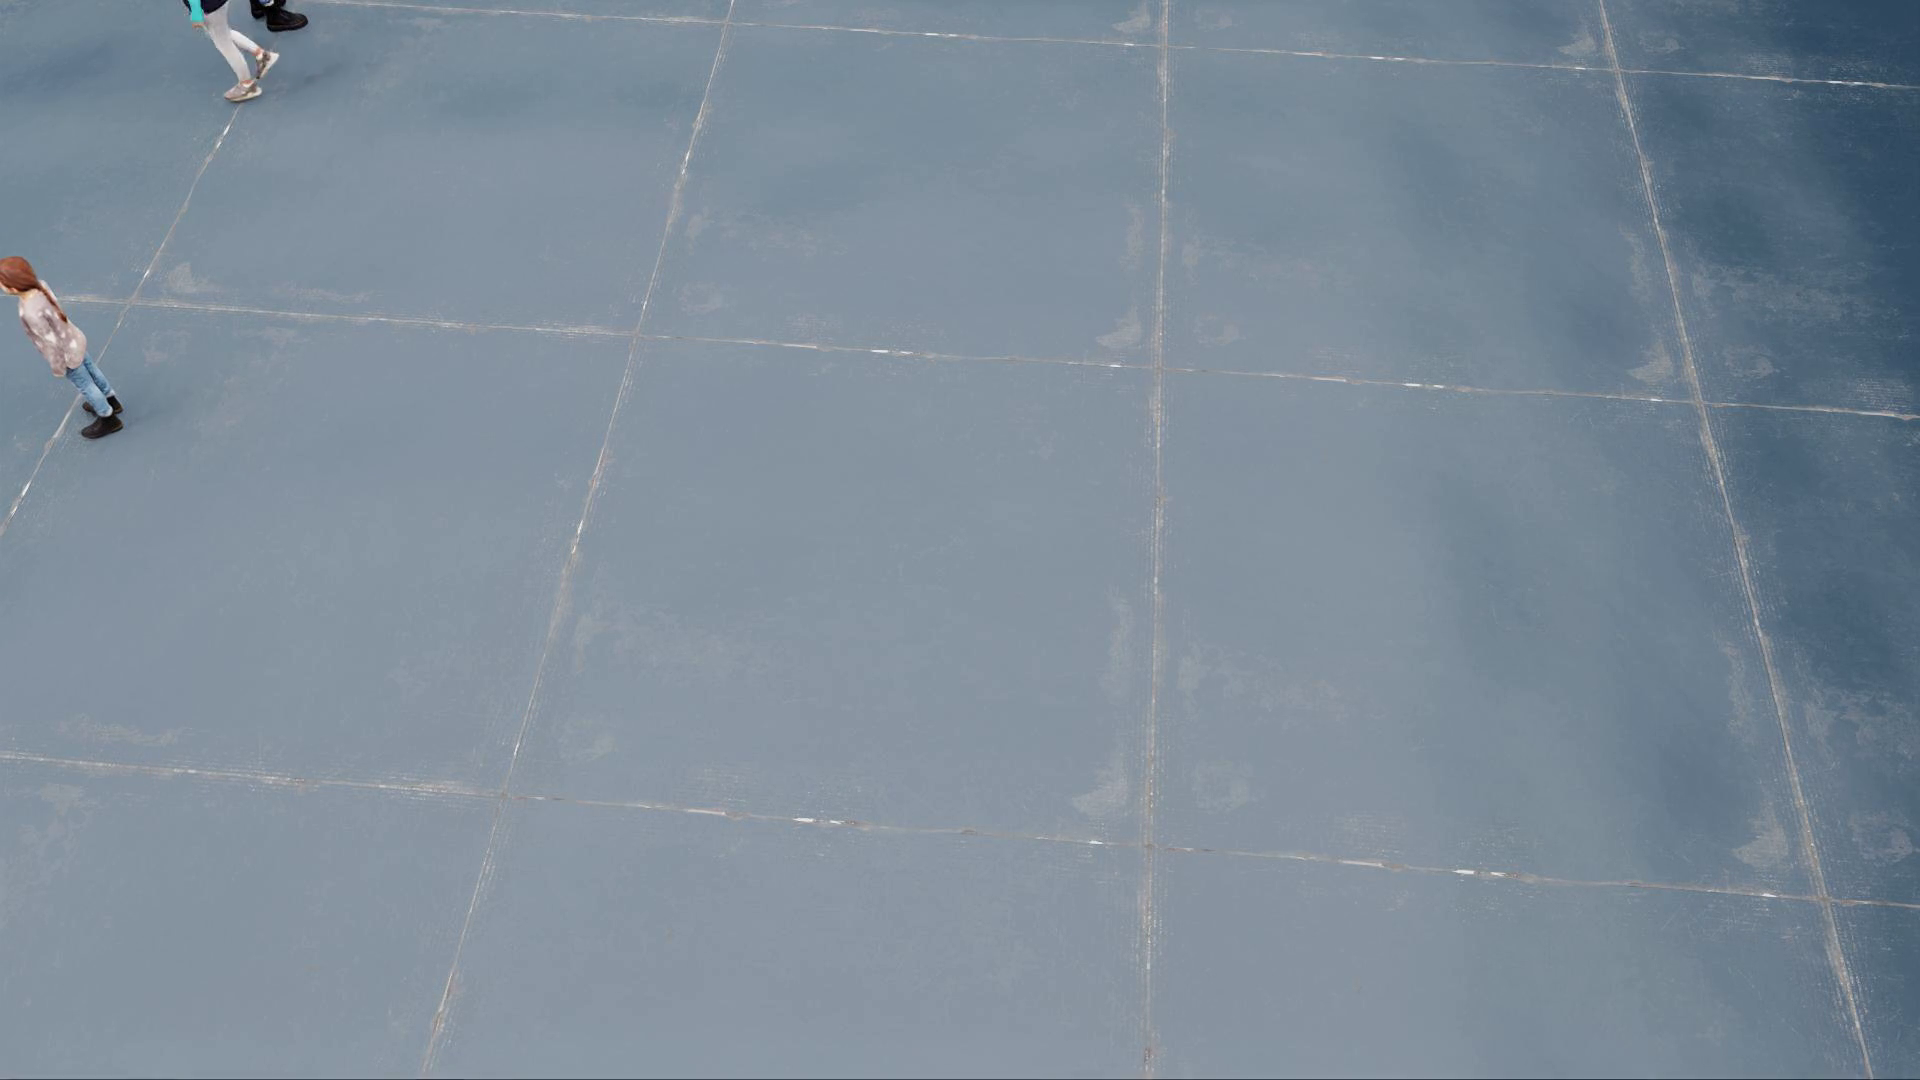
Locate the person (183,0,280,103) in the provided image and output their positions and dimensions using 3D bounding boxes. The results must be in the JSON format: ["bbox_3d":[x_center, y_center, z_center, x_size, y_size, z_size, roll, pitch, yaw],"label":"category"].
[{"bbox_3d":[-4.599,-3.407,10.332,0.755,1.487,0.702,-15,54,-12],"label":"person"}]

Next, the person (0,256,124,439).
[{"bbox_3d":[-4.677,-1.019,8.668,0.538,1.194,0.542,-11,53,-8],"label":"person"}]
